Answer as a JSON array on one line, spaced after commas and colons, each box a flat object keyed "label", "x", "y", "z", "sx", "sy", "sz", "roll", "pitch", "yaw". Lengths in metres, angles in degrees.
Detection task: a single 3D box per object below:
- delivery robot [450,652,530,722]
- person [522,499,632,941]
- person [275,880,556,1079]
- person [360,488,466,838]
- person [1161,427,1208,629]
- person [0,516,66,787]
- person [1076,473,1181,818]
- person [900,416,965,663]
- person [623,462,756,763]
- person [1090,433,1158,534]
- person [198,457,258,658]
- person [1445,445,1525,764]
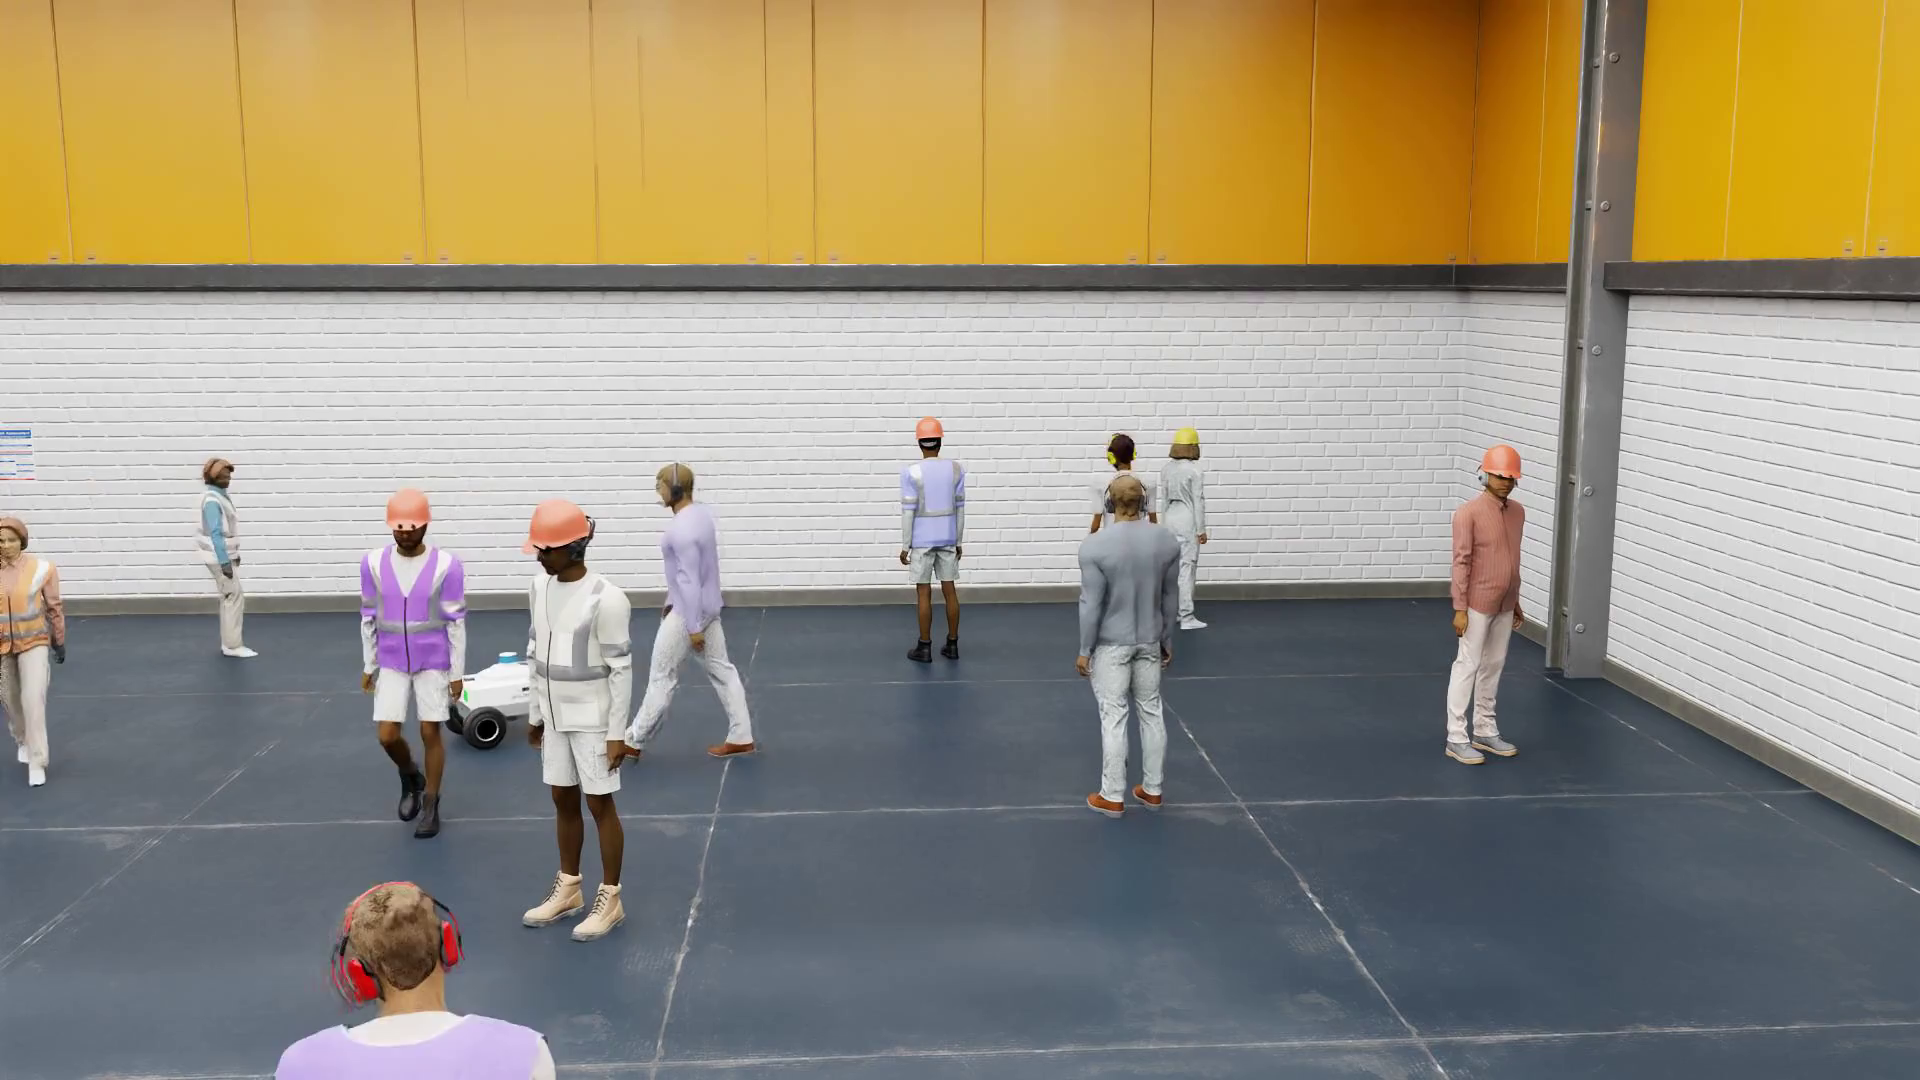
[{"label": "delivery robot", "x": -2.959, "y": 0.982, "z": 10.910, "sx": 0.707, "sy": 0.478, "sz": 0.477, "roll": -6, "pitch": 11, "yaw": -33}, {"label": "person", "x": -1.772, "y": 0.818, "z": 7.608, "sx": 0.608, "sy": 2.033, "sz": 0.404, "roll": 7, "pitch": 11, "yaw": 36}, {"label": "person", "x": -1.065, "y": 1.592, "z": 3.530, "sx": 0.654, "sy": 1.781, "sz": 0.904, "roll": 0, "pitch": 9, "yaw": -2}, {"label": "person", "x": -2.937, "y": 0.662, "z": 8.934, "sx": 0.576, "sy": 1.917, "sz": 0.471, "roll": -1, "pitch": 9, "yaw": -4}, {"label": "person", "x": 1.933, "y": -0.106, "z": 14.344, "sx": 0.317, "sy": 1.742, "sz": 0.488, "roll": -6, "pitch": 11, "yaw": -35}, {"label": "person", "x": -5.721, "y": 0.634, "z": 10.116, "sx": 0.497, "sy": 1.596, "sz": 0.814, "roll": -3, "pitch": 10, "yaw": -20}, {"label": "person", "x": 0.935, "y": 0.589, "z": 9.343, "sx": 0.630, "sy": 1.936, "sz": 0.366, "roll": -4, "pitch": 10, "yaw": -23}, {"label": "person", "x": -0.228, "y": -0.002, "z": 13.061, "sx": 0.547, "sy": 1.934, "sz": 0.376, "roll": -4, "pitch": 10, "yaw": -24}, {"label": "person", "x": -1.758, "y": 0.457, "z": 10.330, "sx": 1.020, "sy": 1.884, "sz": 0.655, "roll": 1, "pitch": 9, "yaw": 5}, {"label": "person", "x": 1.246, "y": 0.138, "z": 12.469, "sx": 0.593, "sy": 1.855, "sz": 0.464, "roll": -1, "pitch": 9, "yaw": -7}, {"label": "person", "x": -5.798, "y": 0.146, "z": 13.114, "sx": 0.369, "sy": 1.613, "sz": 0.552, "roll": -3, "pitch": 10, "yaw": -18}, {"label": "person", "x": 3.312, "y": 0.394, "z": 10.393, "sx": 0.623, "sy": 1.990, "sz": 0.390, "roll": -6, "pitch": 11, "yaw": -34}]
